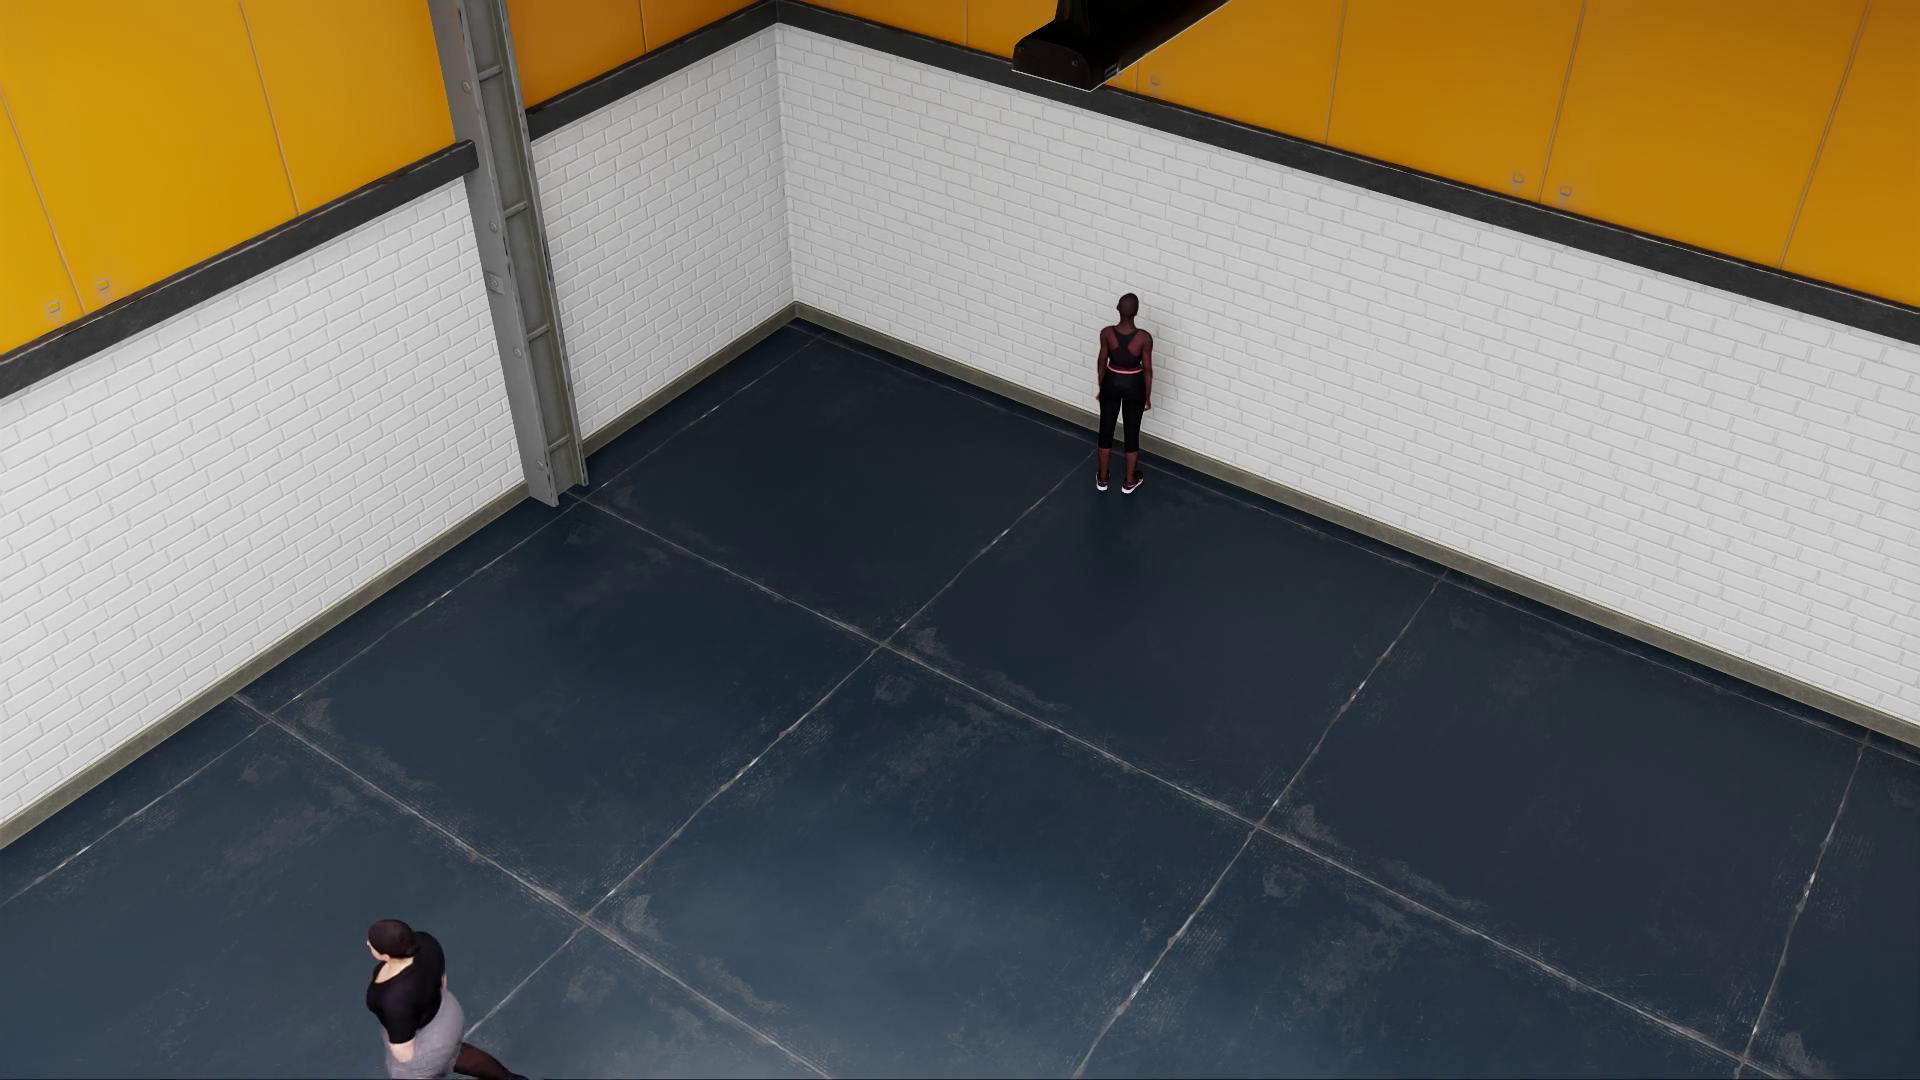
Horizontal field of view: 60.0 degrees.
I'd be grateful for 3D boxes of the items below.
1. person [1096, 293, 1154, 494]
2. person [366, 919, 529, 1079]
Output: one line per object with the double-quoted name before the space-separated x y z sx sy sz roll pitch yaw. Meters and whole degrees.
"person" 1.256 -1.143 12.901 0.657 1.758 0.638 9 40 12
"person" -2.582 2.500 8.351 0.988 1.743 0.994 2 39 3
